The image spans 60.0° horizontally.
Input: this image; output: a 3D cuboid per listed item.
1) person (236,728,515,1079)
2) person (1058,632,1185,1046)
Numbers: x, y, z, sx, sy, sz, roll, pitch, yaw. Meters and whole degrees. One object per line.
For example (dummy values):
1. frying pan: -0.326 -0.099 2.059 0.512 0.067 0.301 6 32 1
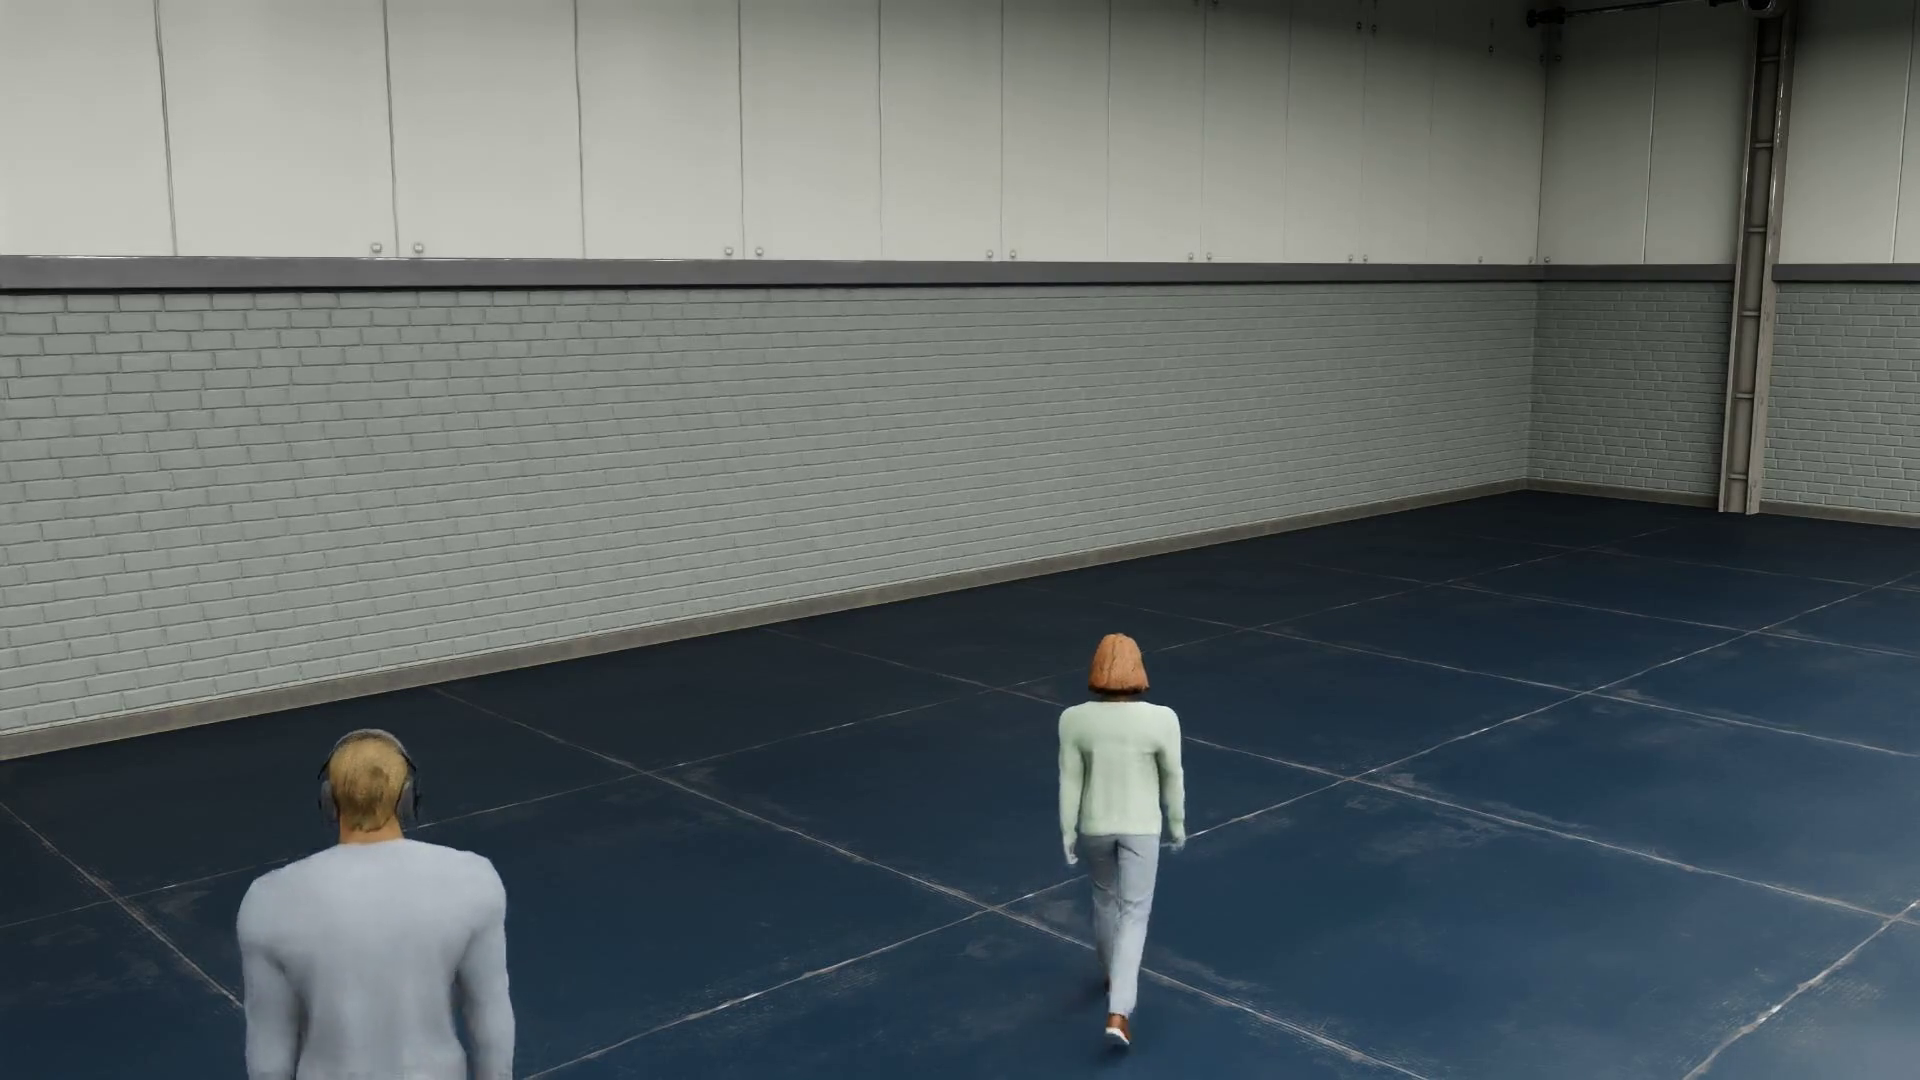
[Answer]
1. person: -1.428 1.421 4.134 0.632 1.926 0.562 -3 10 -20
2. person: 0.630 1.166 6.667 0.495 1.601 0.809 3 10 19
